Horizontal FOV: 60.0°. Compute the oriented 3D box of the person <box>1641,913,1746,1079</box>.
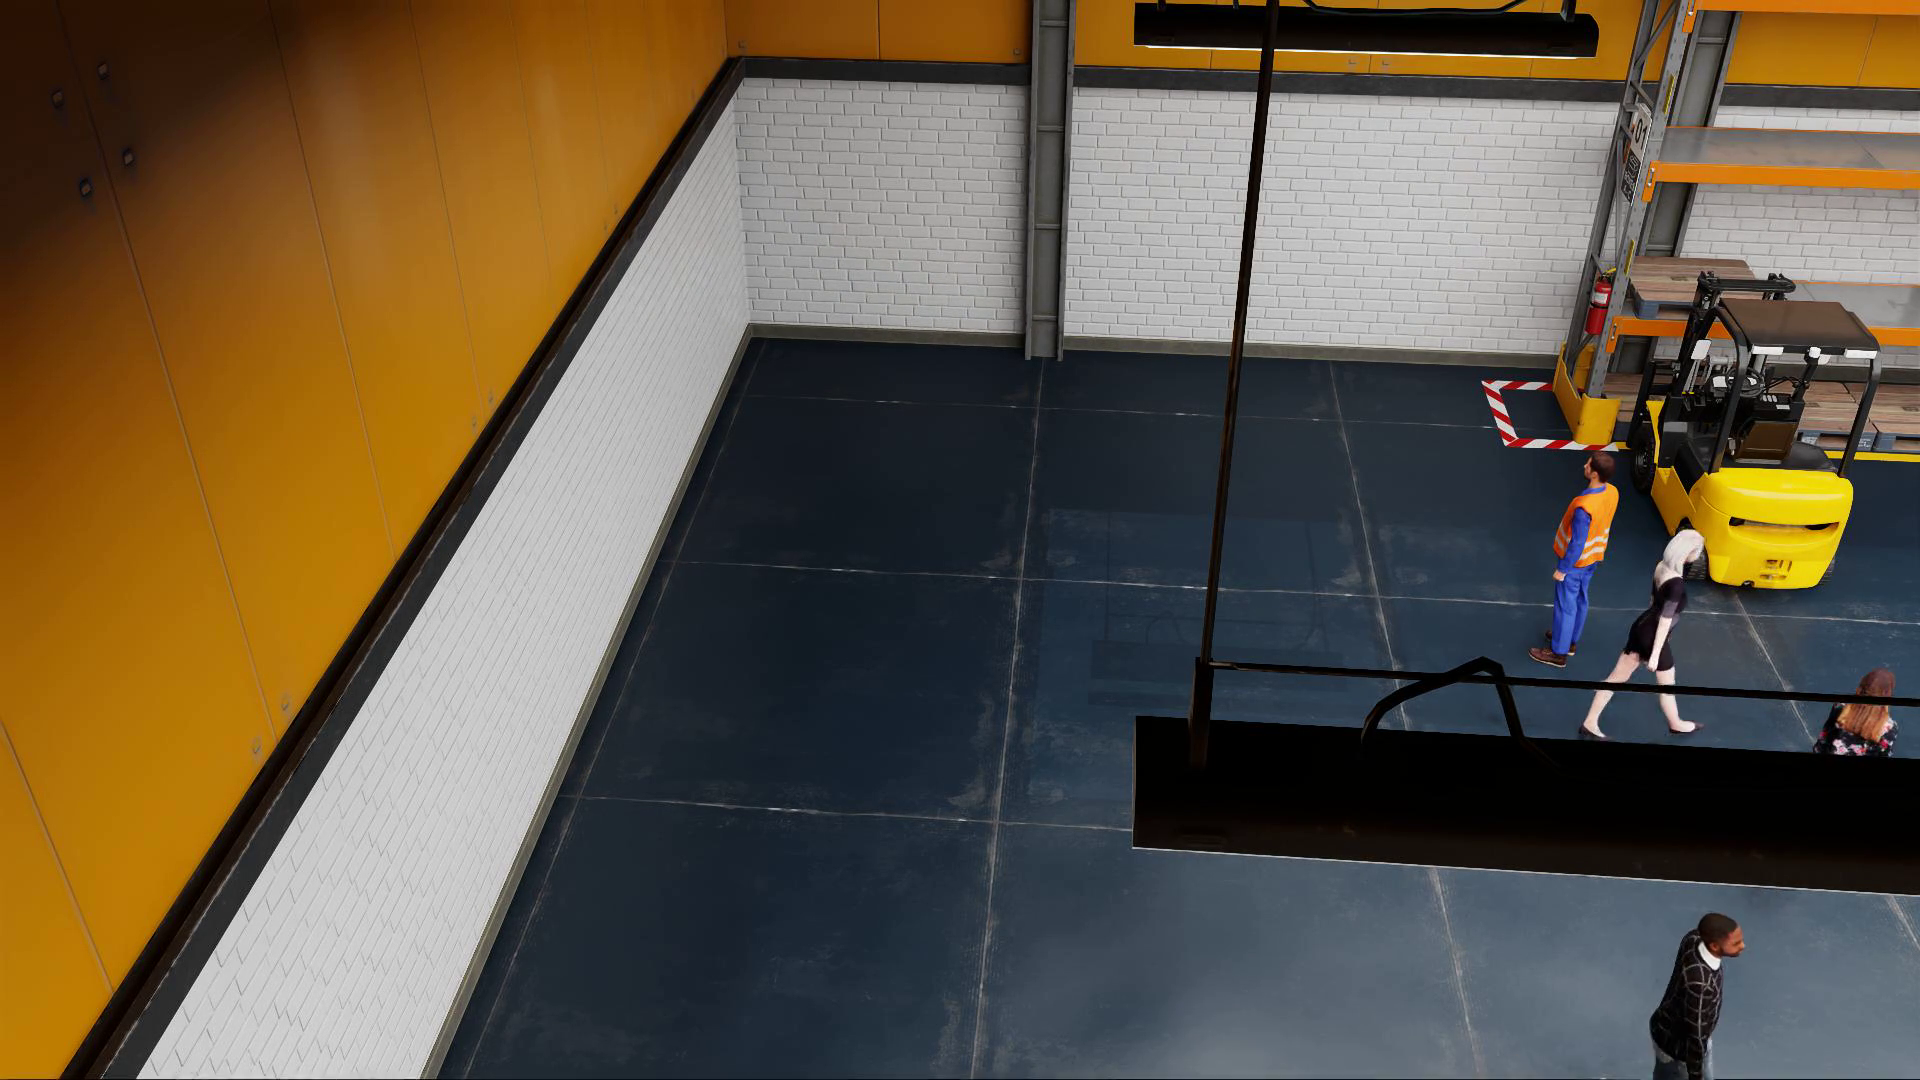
[{"bbox_3d":[3.818,2.666,9.026,0.820,1.808,0.791,16,37,23],"label":"person"}]

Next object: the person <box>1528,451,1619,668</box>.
[{"bbox_3d":[4.752,0.138,12.780,0.819,1.864,0.793,26,42,34],"label":"person"}]

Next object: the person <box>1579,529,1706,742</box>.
[{"bbox_3d":[4.853,0.738,11.954,1.161,1.778,0.746,1,34,1],"label":"person"}]

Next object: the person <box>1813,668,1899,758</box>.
[{"bbox_3d":[5.724,1.551,10.825,0.769,1.675,0.710,-25,41,-32],"label":"person"}]
